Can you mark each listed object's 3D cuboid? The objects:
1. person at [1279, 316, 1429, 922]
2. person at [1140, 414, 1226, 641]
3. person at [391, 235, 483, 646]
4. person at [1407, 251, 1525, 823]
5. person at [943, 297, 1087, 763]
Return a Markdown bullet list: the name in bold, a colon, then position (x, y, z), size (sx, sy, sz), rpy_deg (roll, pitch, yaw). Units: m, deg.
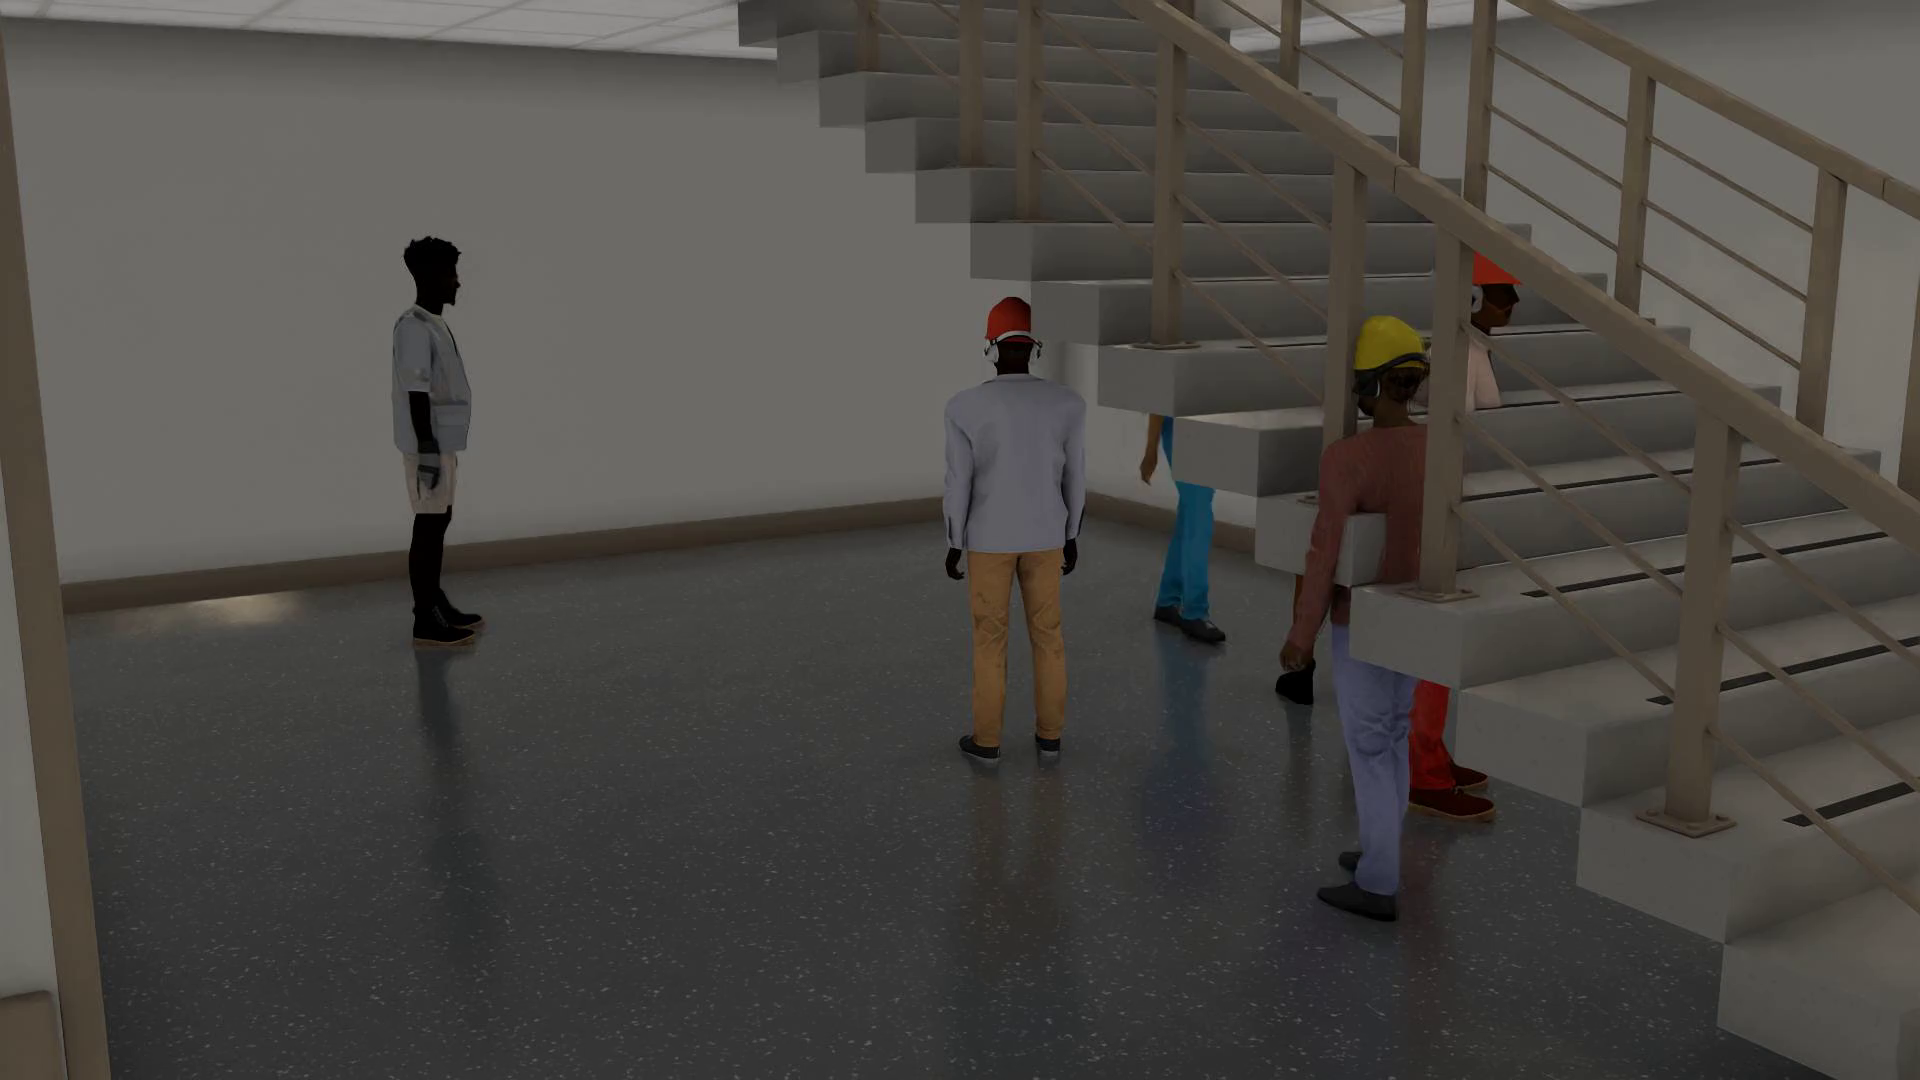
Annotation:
- **person**: position (1.206, 0.228, 4.894), size (0.542, 1.762, 0.408), rpy_deg (-7, 13, -34)
- **person**: position (1.235, -0.416, 8.178), size (0.630, 1.794, 0.767), rpy_deg (-9, 14, -39)
- **person**: position (-2.542, -0.477, 8.049), size (0.362, 1.963, 0.612), rpy_deg (-2, 11, -9)
- **person**: position (1.718, -0.051, 5.729), size (0.392, 1.995, 0.612), rpy_deg (3, 11, 17)
- **person**: position (0.199, -0.032, 6.267), size (0.560, 1.752, 0.324), rpy_deg (-3, 11, -16)
